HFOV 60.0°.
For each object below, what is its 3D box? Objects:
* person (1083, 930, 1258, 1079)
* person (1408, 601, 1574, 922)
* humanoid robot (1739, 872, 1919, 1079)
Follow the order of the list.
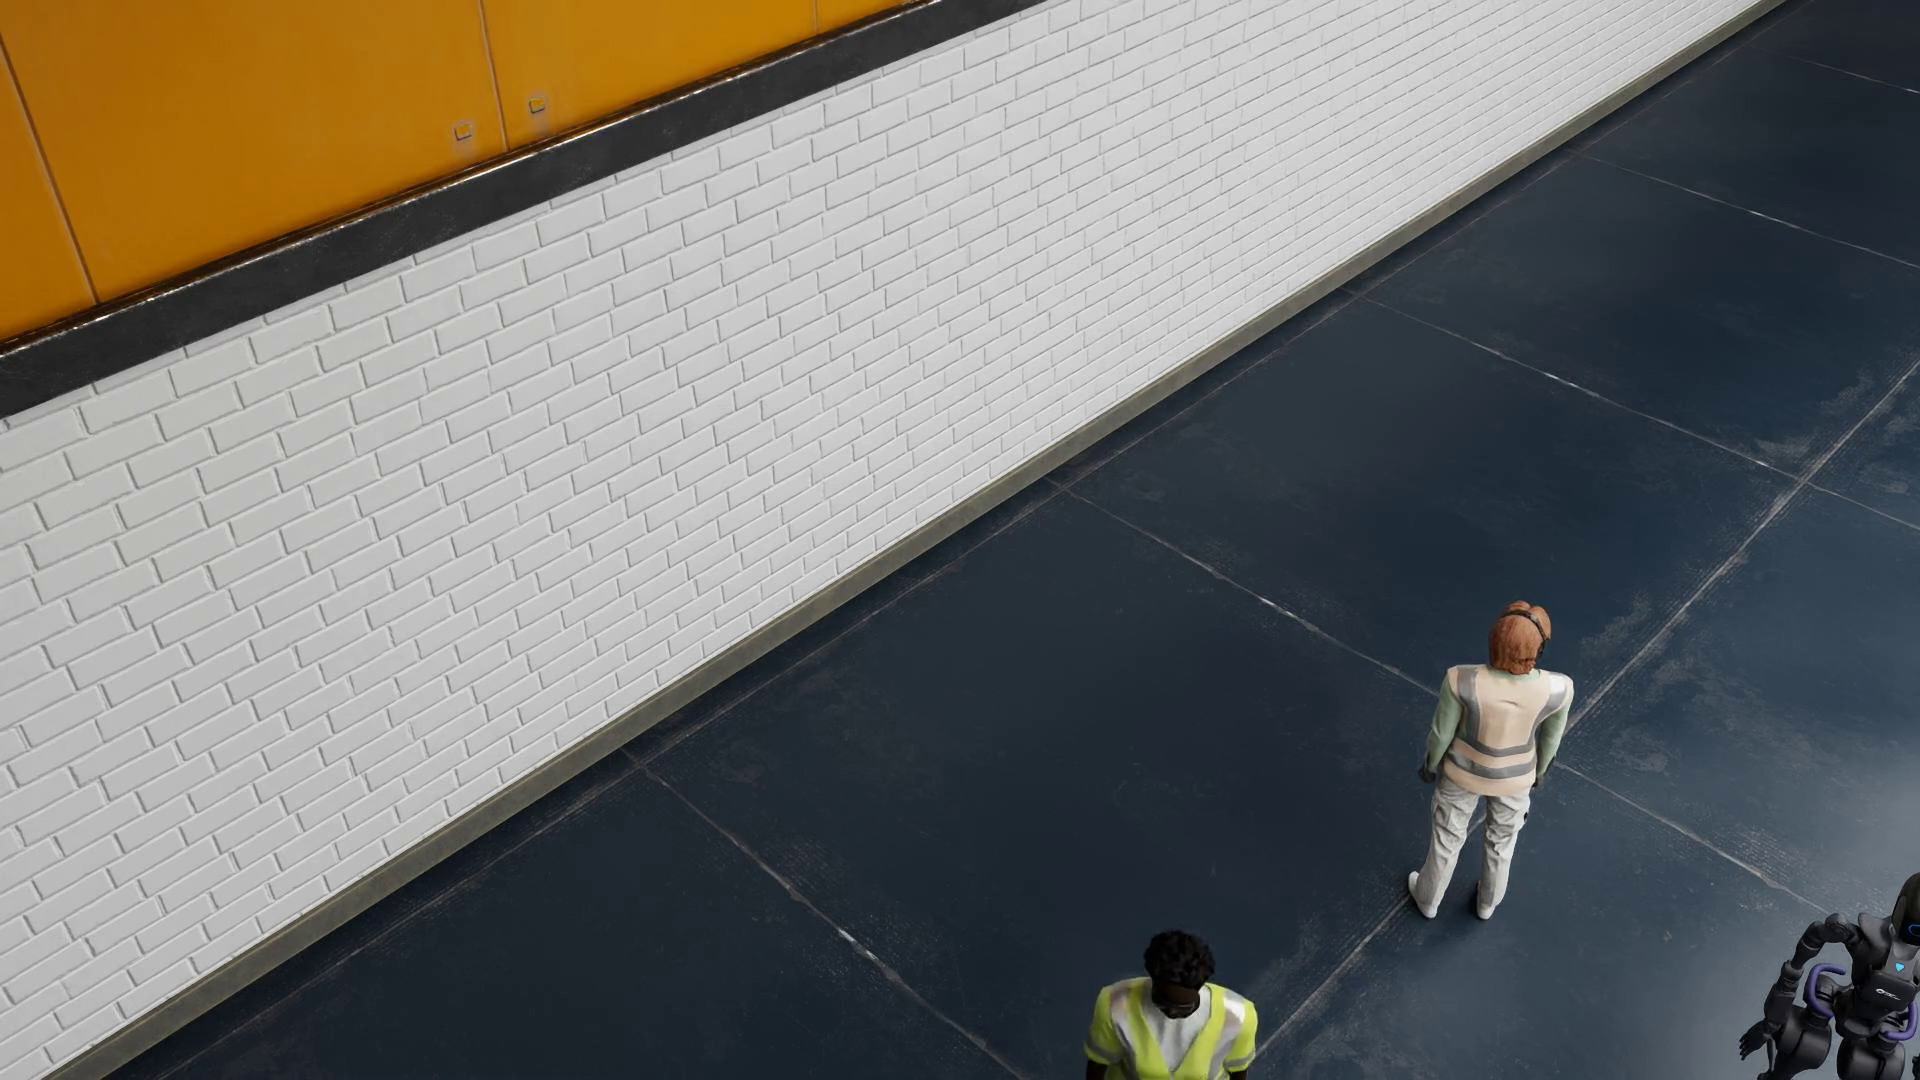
[{"bbox_3d":[0.650,1.893,5.421,0.545,1.675,0.576,8,39,10],"label":"person"},{"bbox_3d":[2.102,0.928,6.664,0.514,1.636,0.313,4,39,6],"label":"person"},{"bbox_3d":[3.020,1.701,5.654,0.599,1.657,0.315,17,42,20],"label":"humanoid robot"}]
